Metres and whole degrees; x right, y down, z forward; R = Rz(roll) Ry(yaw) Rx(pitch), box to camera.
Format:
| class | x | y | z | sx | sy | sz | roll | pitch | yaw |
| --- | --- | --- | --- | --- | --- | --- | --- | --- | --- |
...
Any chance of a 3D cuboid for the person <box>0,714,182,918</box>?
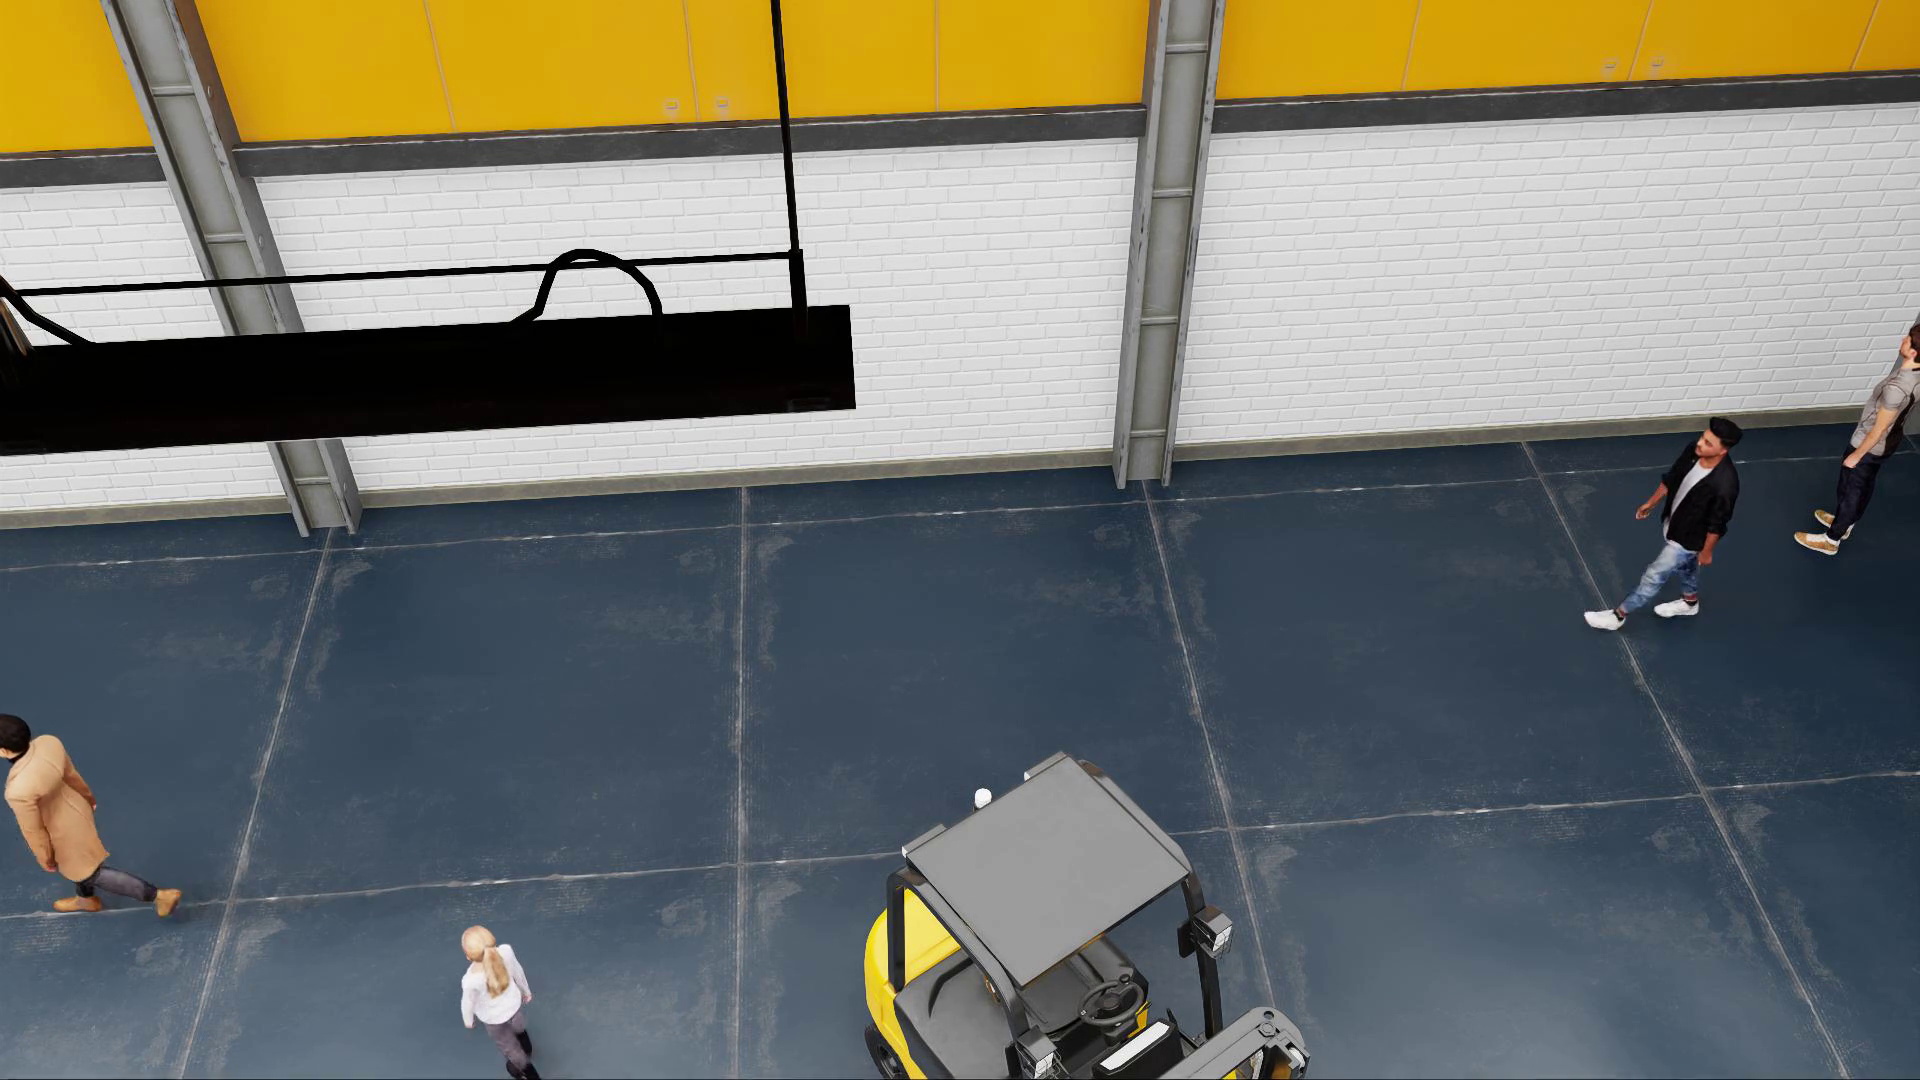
| class | x | y | z | sx | sy | sz | roll | pitch | yaw |
| --- | --- | --- | --- | --- | --- | --- | --- | --- | --- |
| person | -4.876 | 1.575 | 9.180 | 1.058 | 1.699 | 0.691 | -1 | 44 | -1 |

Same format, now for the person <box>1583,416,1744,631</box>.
| class | x | y | z | sx | sy | sz | roll | pitch | yaw |
| --- | --- | --- | --- | --- | --- | --- | --- | --- | --- |
| person | 4.858 | -0.093 | 10.877 | 1.103 | 1.773 | 0.744 | 0 | 44 | 0 |

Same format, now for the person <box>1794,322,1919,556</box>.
| class | x | y | z | sx | sy | sz | roll | pitch | yaw |
| --- | --- | --- | --- | --- | --- | --- | --- | --- | --- |
| person | 6.283 | -0.690 | 11.415 | 0.709 | 1.895 | 0.798 | -33 | 53 | -30 |

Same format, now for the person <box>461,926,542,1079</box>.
| class | x | y | z | sx | sy | sz | roll | pitch | yaw |
| --- | --- | --- | --- | --- | --- | --- | --- | --- | --- |
| person | -2.331 | 2.441 | 8.583 | 0.689 | 1.267 | 0.625 | 23 | 48 | 22 |
